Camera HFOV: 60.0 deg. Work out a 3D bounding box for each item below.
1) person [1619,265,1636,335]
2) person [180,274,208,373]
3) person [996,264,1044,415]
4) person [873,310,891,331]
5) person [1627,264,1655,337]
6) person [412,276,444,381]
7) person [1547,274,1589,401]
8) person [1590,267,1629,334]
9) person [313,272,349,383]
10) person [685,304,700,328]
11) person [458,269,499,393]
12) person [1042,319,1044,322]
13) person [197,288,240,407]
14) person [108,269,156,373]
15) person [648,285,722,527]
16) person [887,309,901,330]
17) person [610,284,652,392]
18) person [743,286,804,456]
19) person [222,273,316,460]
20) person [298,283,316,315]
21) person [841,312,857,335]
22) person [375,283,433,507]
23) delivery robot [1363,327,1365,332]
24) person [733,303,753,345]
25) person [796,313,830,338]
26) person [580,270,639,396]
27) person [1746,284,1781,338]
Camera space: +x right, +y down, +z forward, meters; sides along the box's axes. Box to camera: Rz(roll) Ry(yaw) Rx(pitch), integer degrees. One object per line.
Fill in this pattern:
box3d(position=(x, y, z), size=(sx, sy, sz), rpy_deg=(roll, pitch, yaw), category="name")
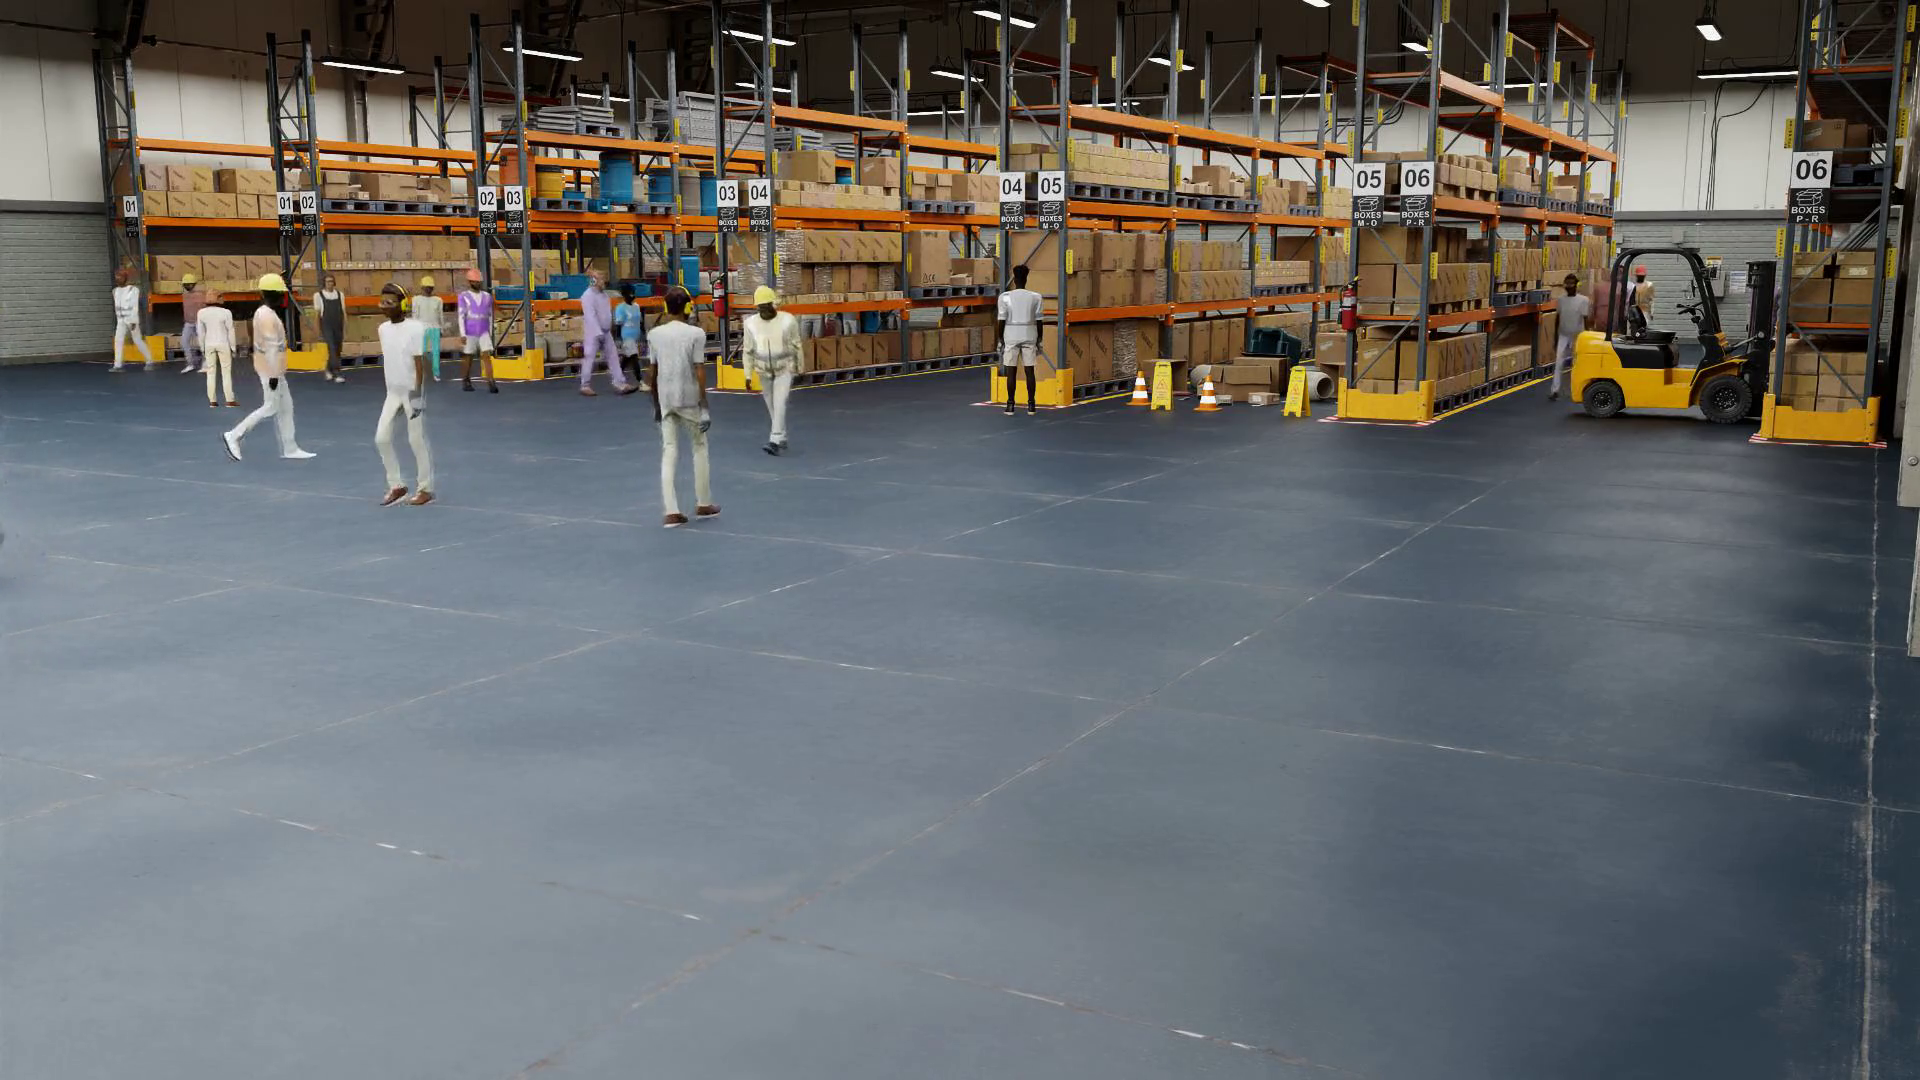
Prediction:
box3d(position=(11.883, -4.011, 30.087), size=(0.598, 1.915, 0.375), rpy_deg=(6, 12, 32), category="person")
box3d(position=(-13.600, -3.818, 29.446), size=(0.528, 1.747, 0.598), rpy_deg=(4, 10, 21), category="person")
box3d(position=(0.785, -2.613, 21.753), size=(0.618, 1.963, 0.361), rpy_deg=(-1, 10, -5), category="person")
box3d(position=(-1.537, -4.951, 35.495), size=(0.637, 1.959, 0.989), rpy_deg=(4, 10, 21), category="person")
box3d(position=(14.050, -4.738, 34.370), size=(0.554, 1.915, 0.737), rpy_deg=(5, 11, 26), category="person")
box3d(position=(-8.919, -3.549, 27.882), size=(0.531, 1.748, 0.722), rpy_deg=(-5, 11, -29), category="person")
box3d(position=(8.768, -2.909, 23.922), size=(0.545, 1.816, 0.971), rpy_deg=(7, 12, 37), category="person")
box3d(position=(11.510, -3.906, 29.600), size=(0.661, 1.871, 0.700), rpy_deg=(-9, 13, -41), category="person")
box3d(position=(-10.379, -3.505, 27.418), size=(0.522, 1.819, 0.822), rpy_deg=(-9, 13, -43), category="person")
box3d(position=(-5.692, -4.703, 34.953), size=(0.534, 1.626, 0.365), rpy_deg=(6, 11, 30), category="person")
box3d(position=(-7.358, -3.173, 25.291), size=(0.564, 1.886, 1.010), rpy_deg=(-7, 12, -35), category="person")
box3d(position=(1.088, -3.539, 26.997), size=(0.608, 2.036, 0.399), rpy_deg=(6, 11, 32), category="person")
box3d(position=(-10.203, -2.639, 22.874), size=(0.500, 1.636, 0.282), rpy_deg=(0, 10, 1), category="person")
box3d(position=(-14.912, -3.935, 29.863), size=(0.579, 1.850, 0.936), rpy_deg=(3, 10, 16), category="person")
box3d(position=(-2.128, -1.050, 12.955), size=(0.564, 1.841, 0.797), rpy_deg=(3, 10, 16), category="person")
box3d(position=(-1.193, -4.452, 32.296), size=(0.605, 2.045, 0.382), rpy_deg=(9, 14, 44), category="person")
box3d(position=(-5.077, -3.096, 25.494), size=(0.861, 1.655, 0.536), rpy_deg=(4, 10, 22), category="person")
box3d(position=(-1.957, -1.763, 17.377), size=(0.600, 1.758, 0.935), rpy_deg=(1, 10, 7), category="person")
box3d(position=(-7.045, -1.740, 16.831), size=(0.798, 1.906, 0.600), rpy_deg=(-4, 10, -21), category="person")
box3d(position=(-12.964, -4.557, 33.496), size=(0.626, 1.845, 0.429), rpy_deg=(1, 10, 5), category="person")
box3d(position=(-2.117, -4.265, 32.403), size=(0.501, 1.633, 0.274), rpy_deg=(8, 12, 39), category="person")
box3d(position=(-4.613, -1.181, 13.732), size=(0.532, 1.851, 0.601), rpy_deg=(4, 10, 21), category="person")
box3d(position=(9.146, -4.650, 37.535), size=(0.707, 0.478, 0.477), rpy_deg=(-2, 10, -10), category="delivery robot")
box3d(position=(-4.916, -5.260, 37.676), size=(0.621, 1.816, 0.820), rpy_deg=(8, 12, 39), category="person")
box3d(position=(-2.597, -3.898, 29.398), size=(0.625, 1.934, 0.364), rpy_deg=(0, 10, 0), category="person")
box3d(position=(-5.252, -3.041, 24.600), size=(0.958, 1.856, 0.654), rpy_deg=(4, 11, 23), category="person")
box3d(position=(13.940, -3.792, 28.804), size=(0.585, 1.921, 0.392), rpy_deg=(5, 11, 28), category="person")
